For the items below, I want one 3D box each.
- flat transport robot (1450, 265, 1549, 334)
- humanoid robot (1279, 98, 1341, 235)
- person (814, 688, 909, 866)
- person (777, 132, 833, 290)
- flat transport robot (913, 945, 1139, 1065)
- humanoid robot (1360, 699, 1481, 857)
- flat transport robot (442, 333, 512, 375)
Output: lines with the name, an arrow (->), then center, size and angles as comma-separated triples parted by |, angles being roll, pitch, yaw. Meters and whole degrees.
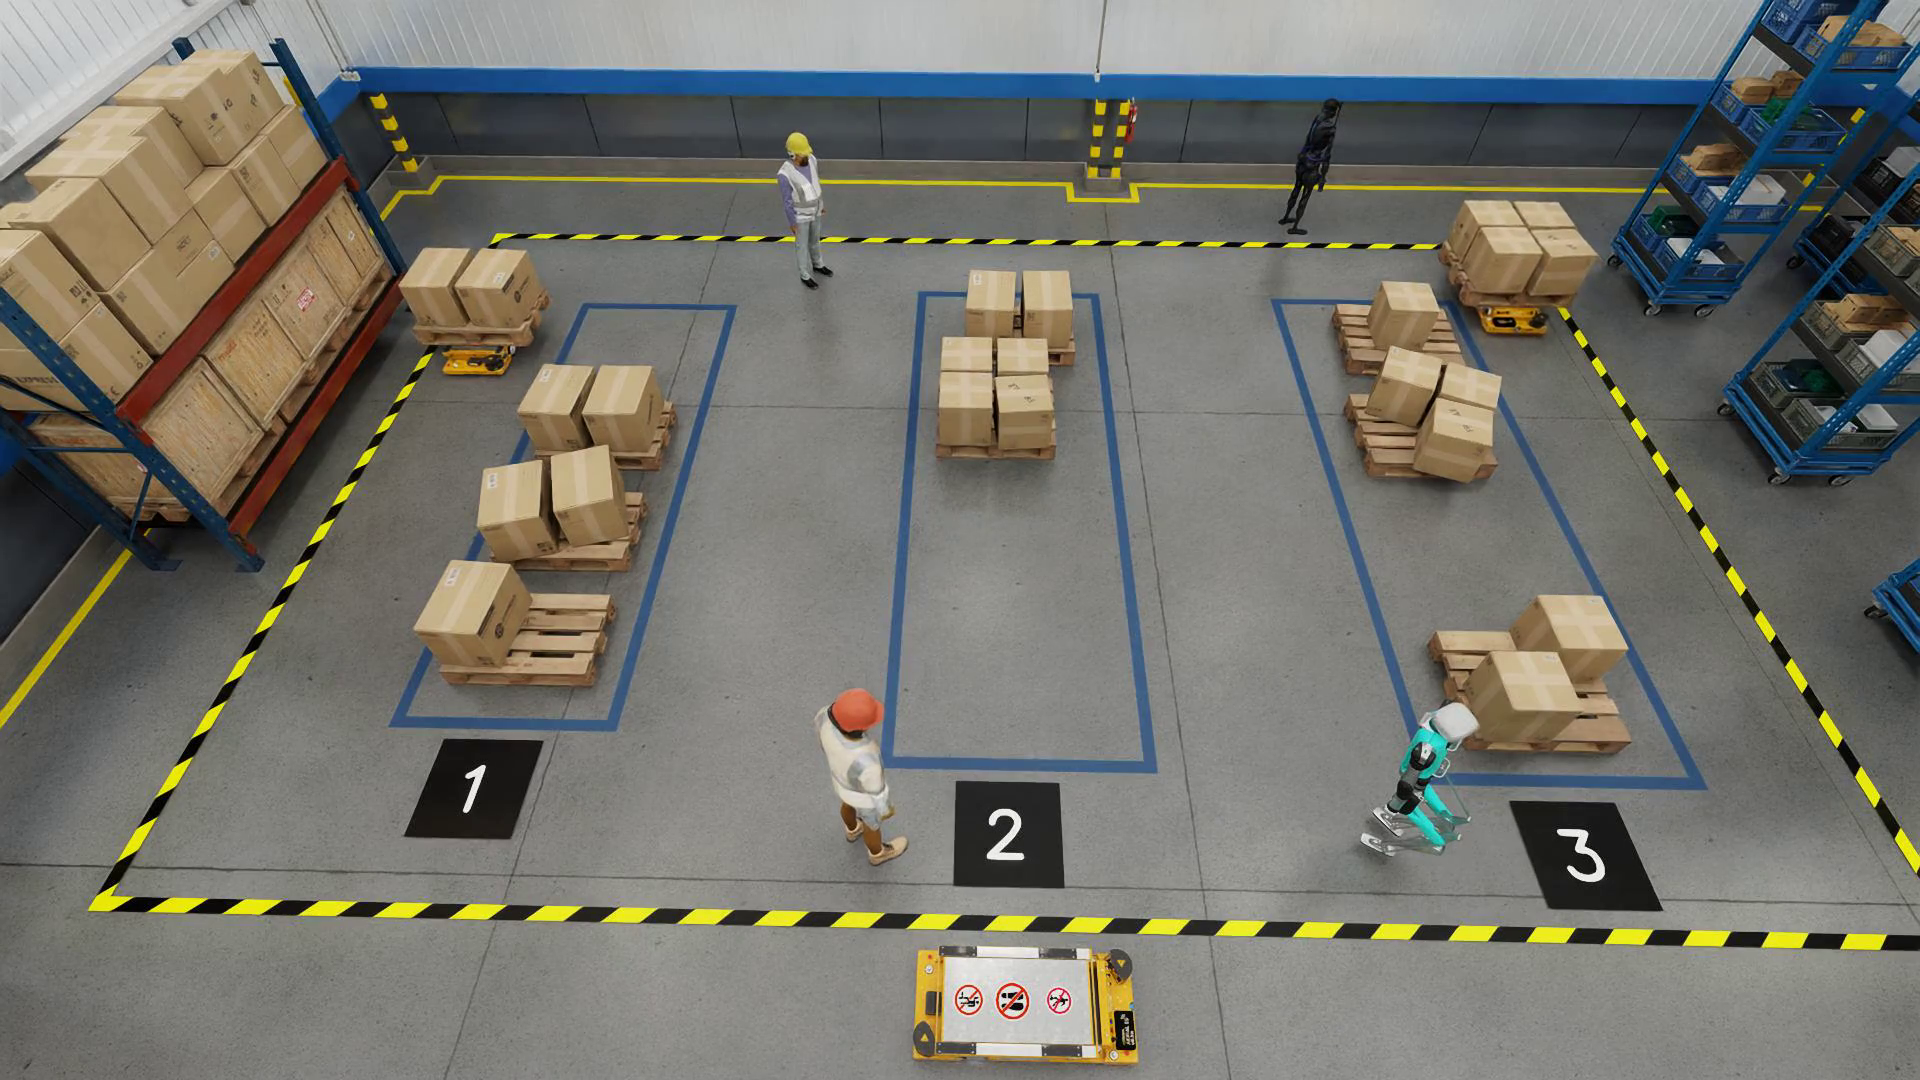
flat transport robot -> 6.391, -2.982, 10.899 | 0.652, 0.197, 1.431 | 1, 51, 1
humanoid robot -> 4.352, -4.633, 11.345 | 0.315, 1.655, 0.599 | -8, 51, -6
person -> -0.643, 1.576, 6.065 | 0.400, 2.032, 0.606 | -33, 58, -24
person -> -1.769, -3.791, 10.566 | 0.404, 1.834, 0.585 | 26, 55, 20
flat transport robot -> 0.422, 3.041, 6.007 | 1.431, 0.231, 0.659 | 1, 51, 1
humanoid robot -> 3.164, 1.701, 6.066 | 0.735, 1.676, 0.533 | 35, 59, 25
flat transport robot -> -5.326, -2.422, 10.442 | 0.652, 0.197, 1.431 | 1, 51, 1
